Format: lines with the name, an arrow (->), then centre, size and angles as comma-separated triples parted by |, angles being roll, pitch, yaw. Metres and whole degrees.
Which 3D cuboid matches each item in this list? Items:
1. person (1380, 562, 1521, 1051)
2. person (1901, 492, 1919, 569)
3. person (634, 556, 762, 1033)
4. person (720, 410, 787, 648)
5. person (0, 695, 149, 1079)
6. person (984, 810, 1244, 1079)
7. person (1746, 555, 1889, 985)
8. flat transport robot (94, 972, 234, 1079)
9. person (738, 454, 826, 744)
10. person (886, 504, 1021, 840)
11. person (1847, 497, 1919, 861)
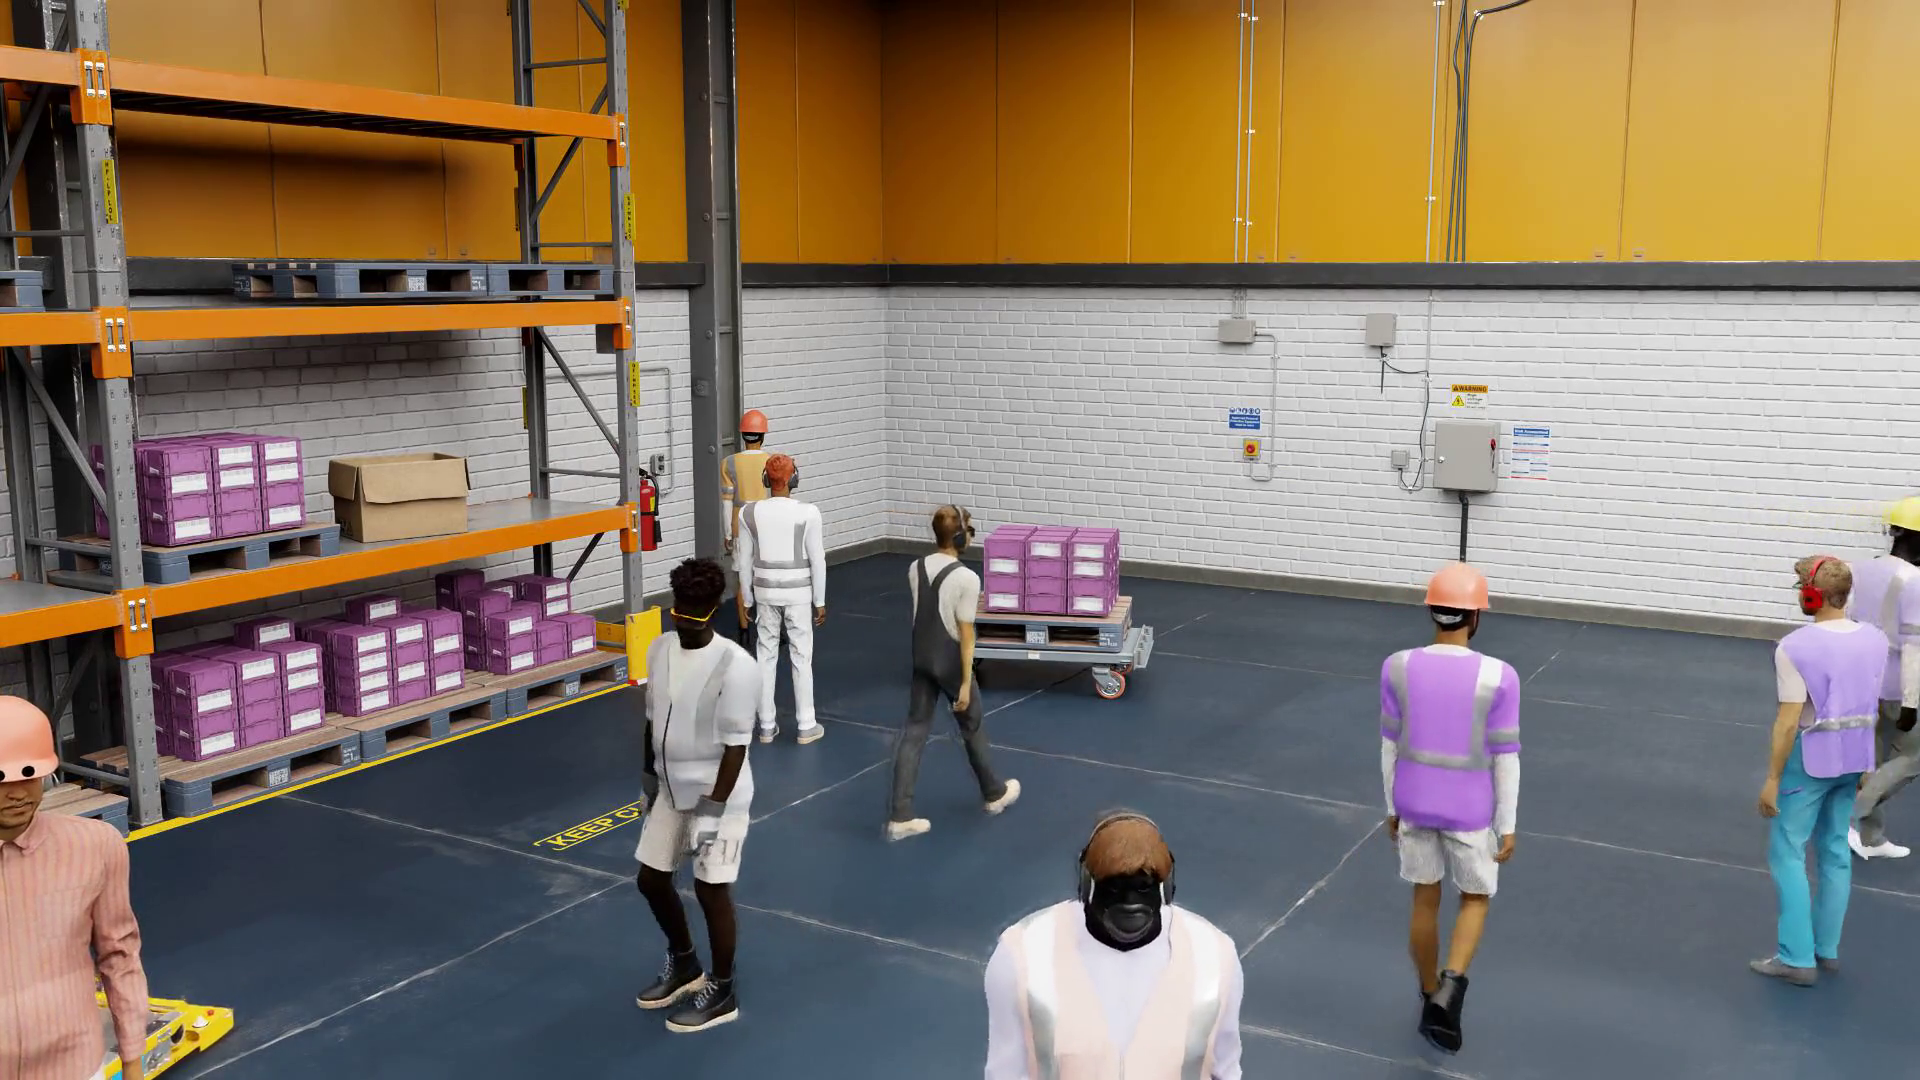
person -> 1.872, 1.051, 6.471 | 0.548, 1.916, 0.612 | 5, 11, 30
person -> 7.358, 0.200, 12.633 | 0.520, 1.636, 0.312 | 1, 9, 5
person -> -1.059, 1.012, 6.638 | 0.641, 1.938, 0.404 | 8, 12, 40
person -> -1.652, -0.084, 13.463 | 0.542, 1.939, 0.362 | 0, 9, 0
person -> -2.406, 1.367, 4.272 | 0.618, 1.990, 0.399 | -8, 12, -41
person -> 0.361, 1.498, 3.992 | 0.627, 1.816, 0.845 | 0, 9, 2
person -> 3.697, 0.984, 7.131 | 0.642, 1.837, 0.432 | -3, 10, -18
flat transport robot -> -3.344, 1.947, 5.976 | 0.652, 0.197, 1.431 | 2, 9, 11
person -> -1.136, 0.382, 10.730 | 0.572, 1.884, 0.356 | 1, 9, 9
person -> -0.048, 0.693, 9.067 | 0.511, 1.794, 0.970 | 7, 12, 38
person -> 4.748, 0.724, 8.536 | 0.505, 1.904, 0.586 | 0, 9, -3
